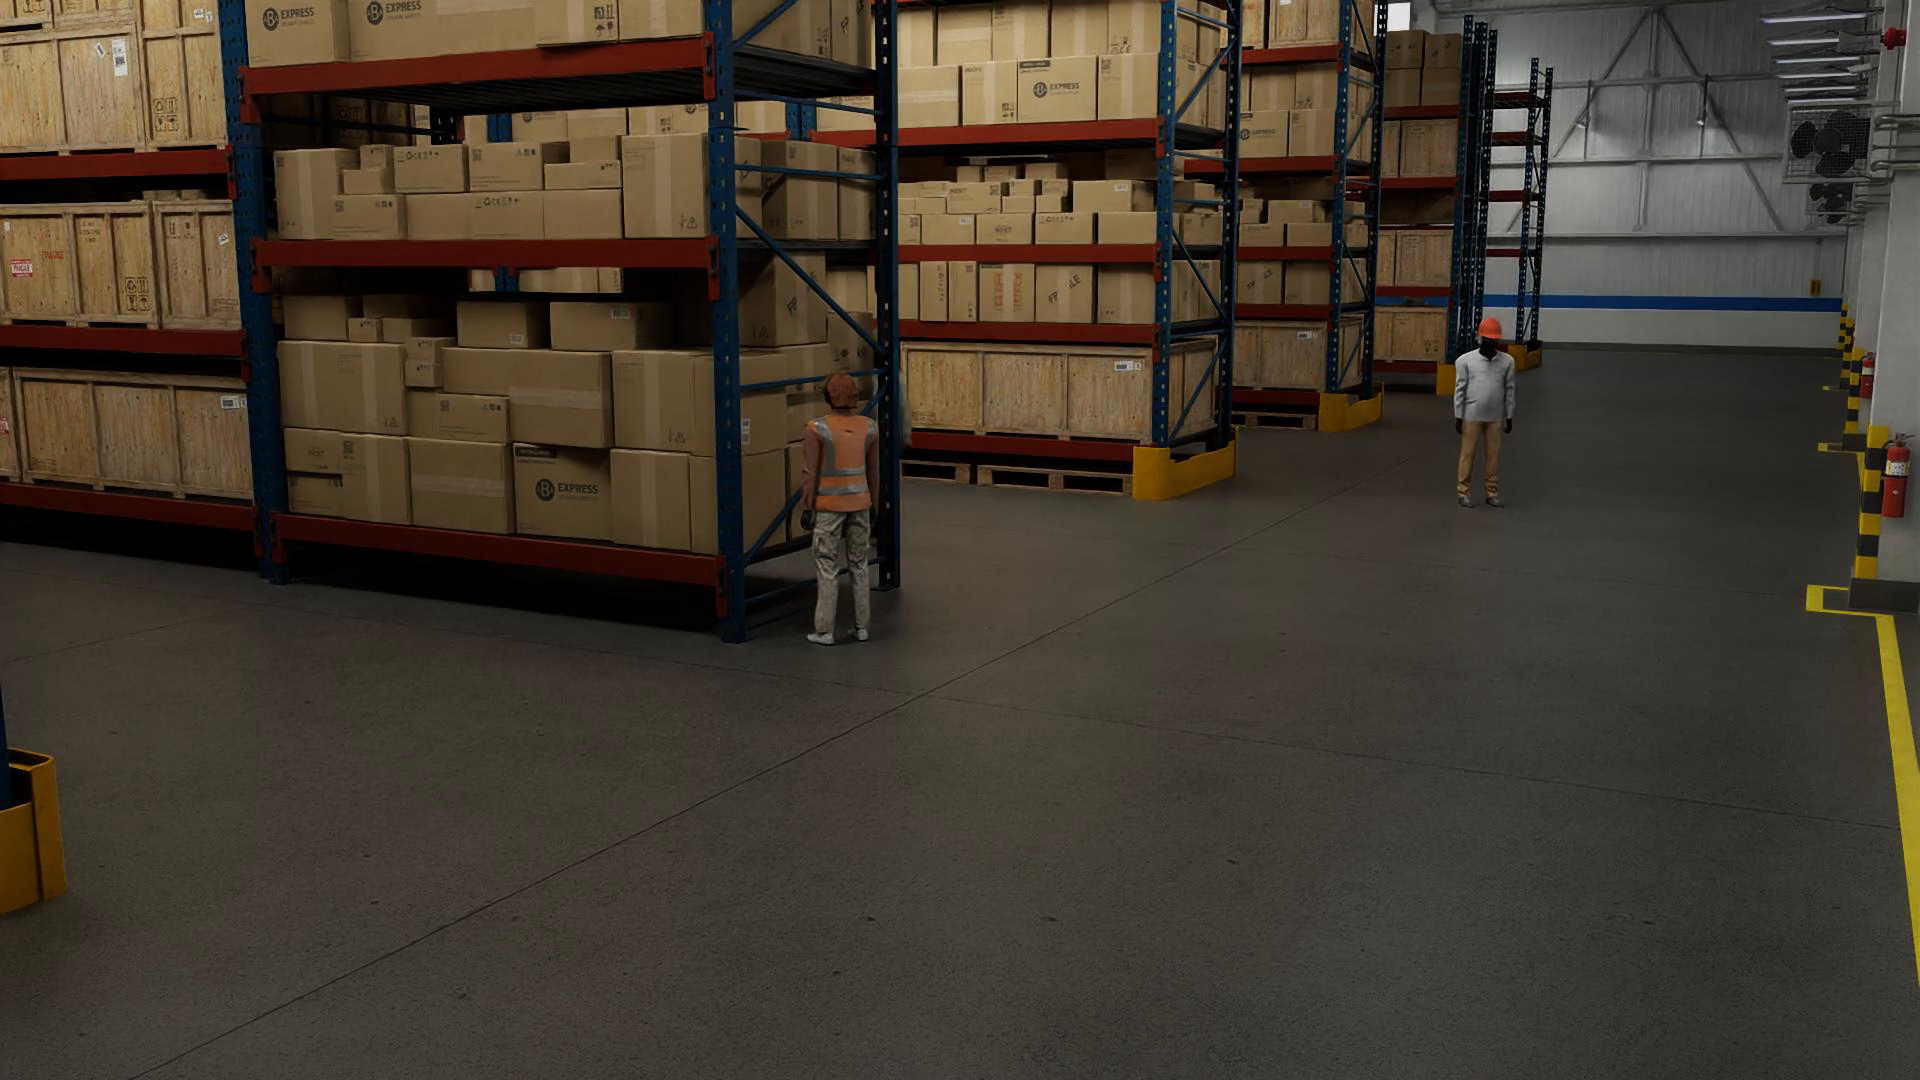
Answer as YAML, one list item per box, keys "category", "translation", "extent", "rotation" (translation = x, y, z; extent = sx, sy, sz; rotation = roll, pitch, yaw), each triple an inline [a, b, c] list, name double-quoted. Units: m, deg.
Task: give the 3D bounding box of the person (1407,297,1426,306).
- category: "person"
  translation: [10.550, -5.180, 38.686]
  extent: [0.498, 1.699, 0.909]
  rotation: [-4, 11, -23]

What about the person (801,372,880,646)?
- category: "person"
  translation: [-0.703, -0.181, 9.914]
  extent: [0.525, 1.632, 0.312]
  rotation: [-6, 12, -33]

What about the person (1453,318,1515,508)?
- category: "person"
  translation: [4.800, -1.156, 15.223]
  extent: [0.566, 1.744, 0.349]
  rotation: [0, 10, -3]

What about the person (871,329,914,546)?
- category: "person"
  translation: [-0.642, -0.784, 13.058]
  extent: [0.539, 1.752, 0.403]
  rotation: [-8, 13, -38]
